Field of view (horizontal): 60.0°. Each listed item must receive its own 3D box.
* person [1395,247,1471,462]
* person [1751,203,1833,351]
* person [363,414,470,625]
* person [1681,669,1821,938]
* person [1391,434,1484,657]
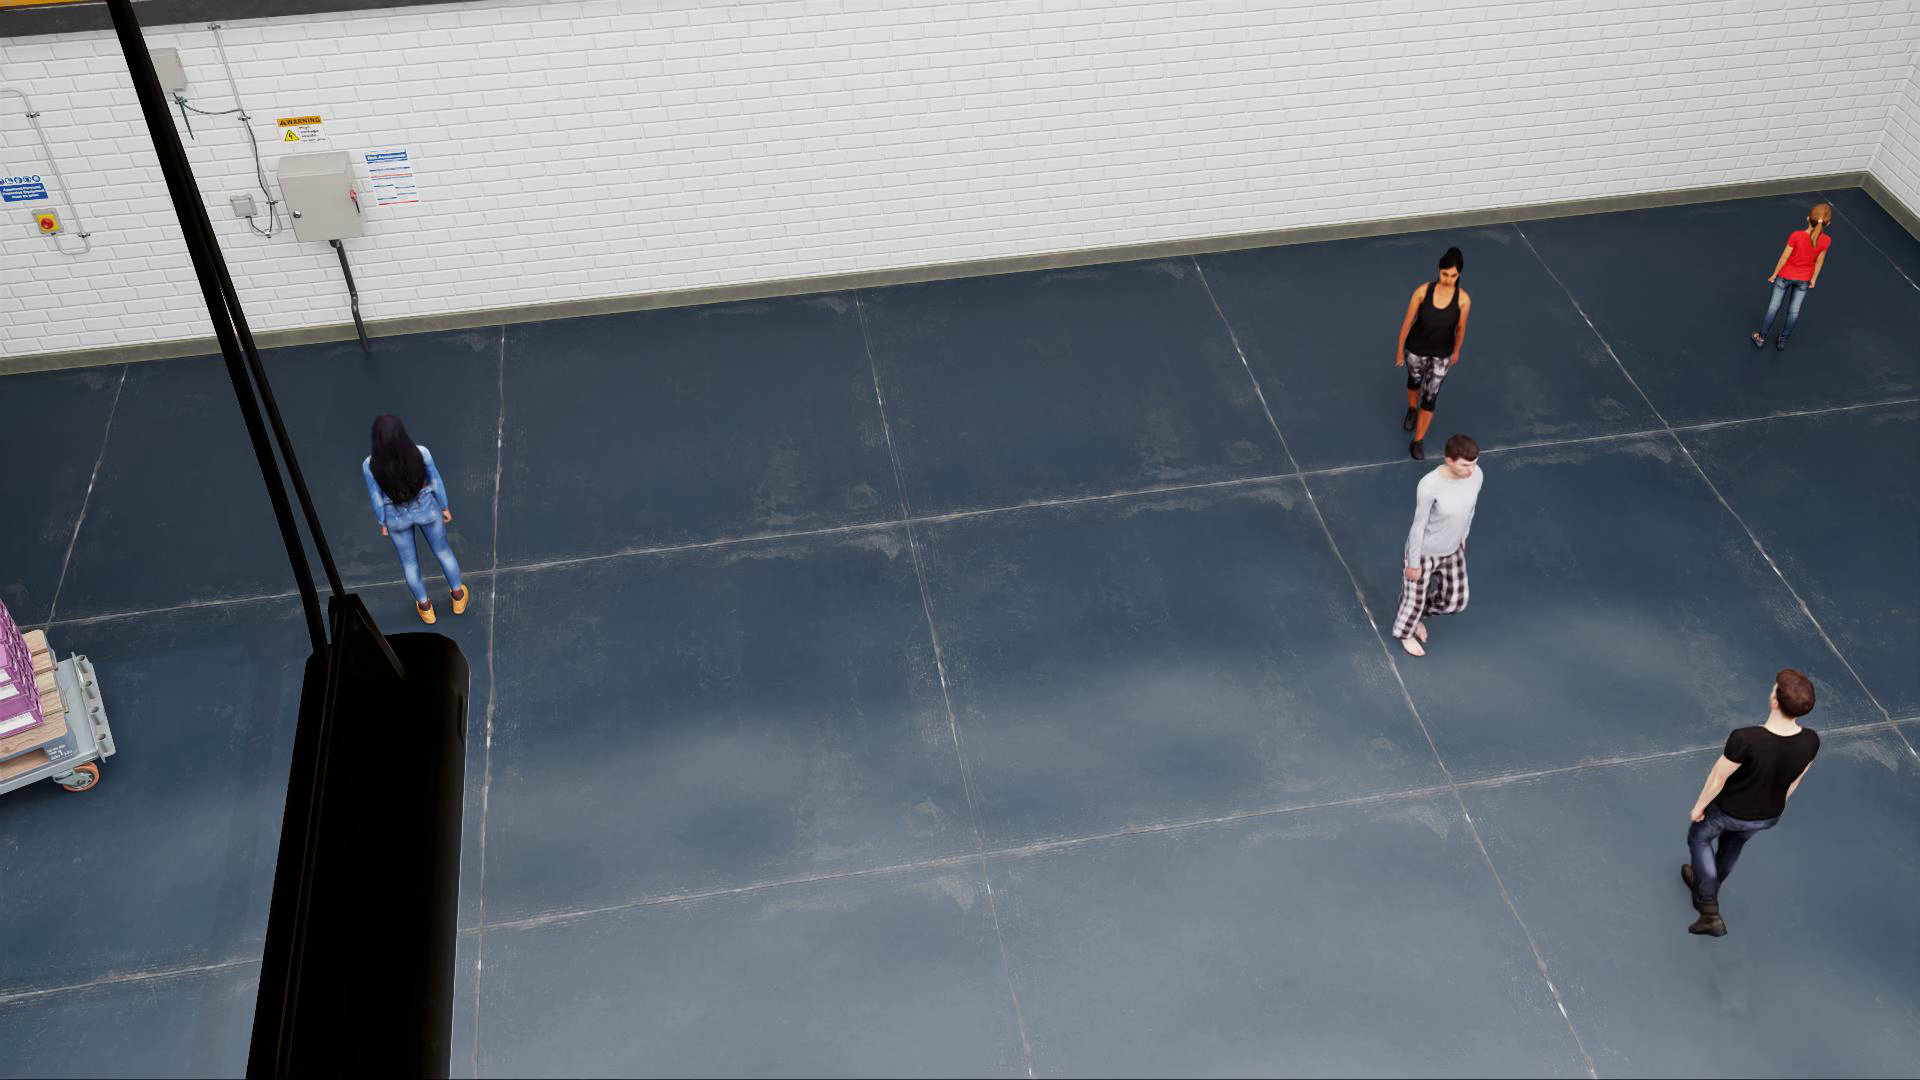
[{"bbox_3d":[3.502,-1.478,12.372,0.882,1.641,1.055,13,45,13],"label":"person"},{"bbox_3d":[6.656,-2.096,13.261,0.559,1.309,0.582,10,45,10],"label":"person"},{"bbox_3d":[-3.587,-0.145,10.922,0.654,1.711,0.592,-16,46,-16],"label":"person"},{"bbox_3d":[4.307,1.516,9.054,0.769,1.883,0.942,0,44,0],"label":"person"},{"bbox_3d":[3.008,-0.015,10.692,0.717,1.839,0.717,-16,46,-16],"label":"person"}]
